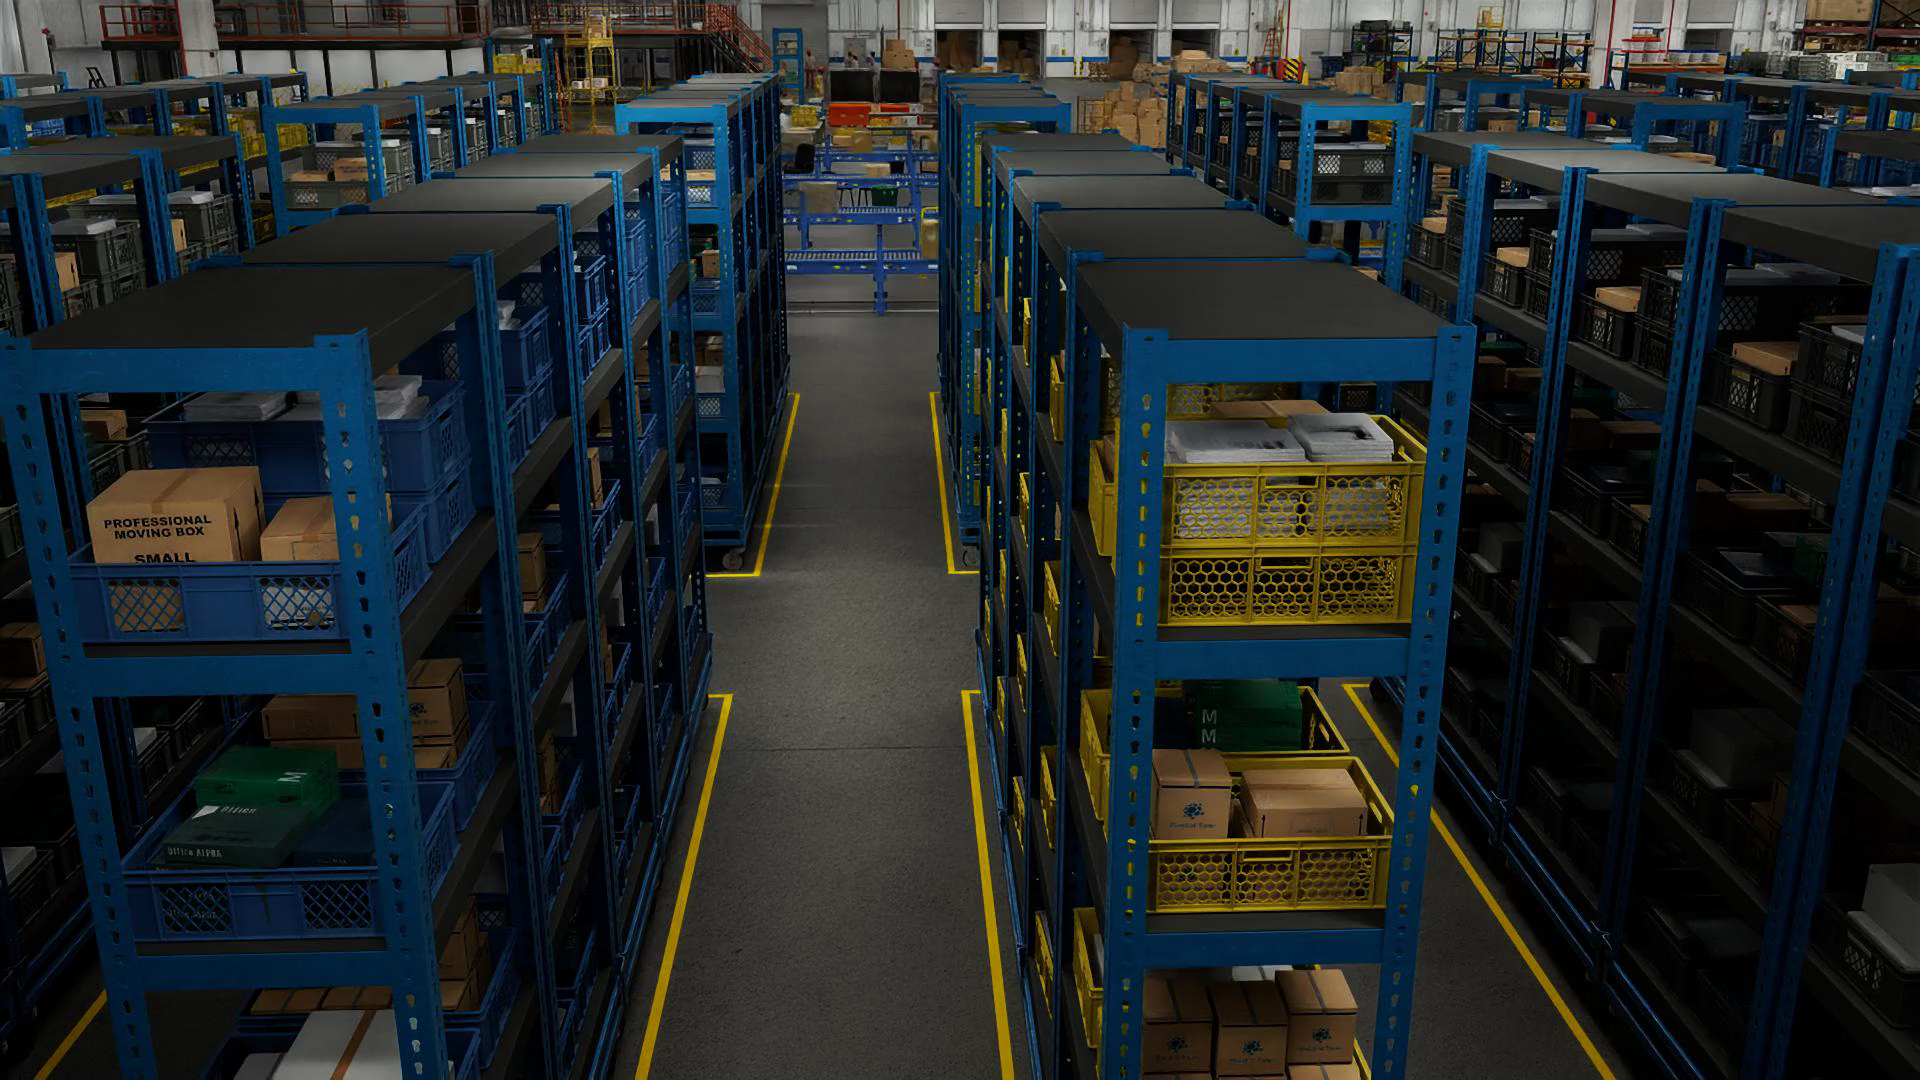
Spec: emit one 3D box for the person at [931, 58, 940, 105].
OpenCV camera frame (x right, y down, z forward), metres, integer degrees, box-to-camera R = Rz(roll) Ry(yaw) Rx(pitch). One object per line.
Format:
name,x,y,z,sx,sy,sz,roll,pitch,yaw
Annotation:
person,-0.984,-19.528,71.072,0.580,2.018,0.638,-9,20,-25

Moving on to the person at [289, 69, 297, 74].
person,-25.041,-16.751,62.622,0.356,1.930,0.589,-16,24,-41

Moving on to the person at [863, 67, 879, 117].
person,-3.261,-16.838,62.713,1.036,2.000,0.684,5,18,14

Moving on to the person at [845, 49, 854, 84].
person,-6.071,-26.219,91.989,0.587,1.886,0.682,1,18,4

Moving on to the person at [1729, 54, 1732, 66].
person,40.999,-25.153,88.949,0.486,1.728,0.516,-11,21,-32

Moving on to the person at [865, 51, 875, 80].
person,-5.022,-26.732,93.921,0.631,1.677,0.540,-3,18,-10

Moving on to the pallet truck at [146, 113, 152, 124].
pallet truck,-18.087,-8.309,36.390,1.885,1.965,0.823,-1,18,-4

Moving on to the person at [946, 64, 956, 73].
person,-0.438,-18.687,68.694,0.640,1.881,1.035,-1,18,-4

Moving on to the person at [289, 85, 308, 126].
person,-22.974,-15.158,57.764,0.587,1.882,0.342,-14,22,-36

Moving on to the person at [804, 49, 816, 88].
person,-7.856,-24.619,86.864,0.619,1.992,0.396,4,18,13

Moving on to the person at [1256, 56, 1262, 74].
person,14.545,-22.493,80.562,0.896,1.831,0.539,-7,19,-20

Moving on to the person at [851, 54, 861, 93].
person,-5.179,-23.038,82.155,0.446,1.878,0.625,-13,22,-34

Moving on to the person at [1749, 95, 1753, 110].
person,32.033,-18.299,67.428,0.591,1.922,0.392,1,18,4

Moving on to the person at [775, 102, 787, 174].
person,-4.701,-10.457,43.263,0.400,1.855,0.561,4,18,11

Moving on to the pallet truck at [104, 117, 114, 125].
pallet truck,-18.367,-7.885,35.078,1.885,1.965,0.823,1,18,2

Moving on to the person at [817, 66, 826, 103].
person,-5.459,-17.682,65.498,0.370,1.936,0.553,-3,18,-9

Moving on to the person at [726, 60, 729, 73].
person,-12.213,-24.778,87.791,0.865,1.733,0.534,-17,24,-42

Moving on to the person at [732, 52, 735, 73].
person,-11.924,-24.572,87.007,0.607,1.826,0.632,-8,20,-24

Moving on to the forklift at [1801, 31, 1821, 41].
forklift,45.917,-26.108,90.055,1.129,2.768,1.873,-1,18,-2

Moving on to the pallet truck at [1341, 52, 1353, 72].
pallet truck,18.794,-23.123,82.231,0.823,1.965,1.885,-13,22,-35

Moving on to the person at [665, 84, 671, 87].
person,-9.609,-14.143,54.883,0.888,1.719,0.552,4,18,12

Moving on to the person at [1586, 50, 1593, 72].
person,34.589,-26.026,91.481,0.977,1.841,0.571,-7,19,-20
